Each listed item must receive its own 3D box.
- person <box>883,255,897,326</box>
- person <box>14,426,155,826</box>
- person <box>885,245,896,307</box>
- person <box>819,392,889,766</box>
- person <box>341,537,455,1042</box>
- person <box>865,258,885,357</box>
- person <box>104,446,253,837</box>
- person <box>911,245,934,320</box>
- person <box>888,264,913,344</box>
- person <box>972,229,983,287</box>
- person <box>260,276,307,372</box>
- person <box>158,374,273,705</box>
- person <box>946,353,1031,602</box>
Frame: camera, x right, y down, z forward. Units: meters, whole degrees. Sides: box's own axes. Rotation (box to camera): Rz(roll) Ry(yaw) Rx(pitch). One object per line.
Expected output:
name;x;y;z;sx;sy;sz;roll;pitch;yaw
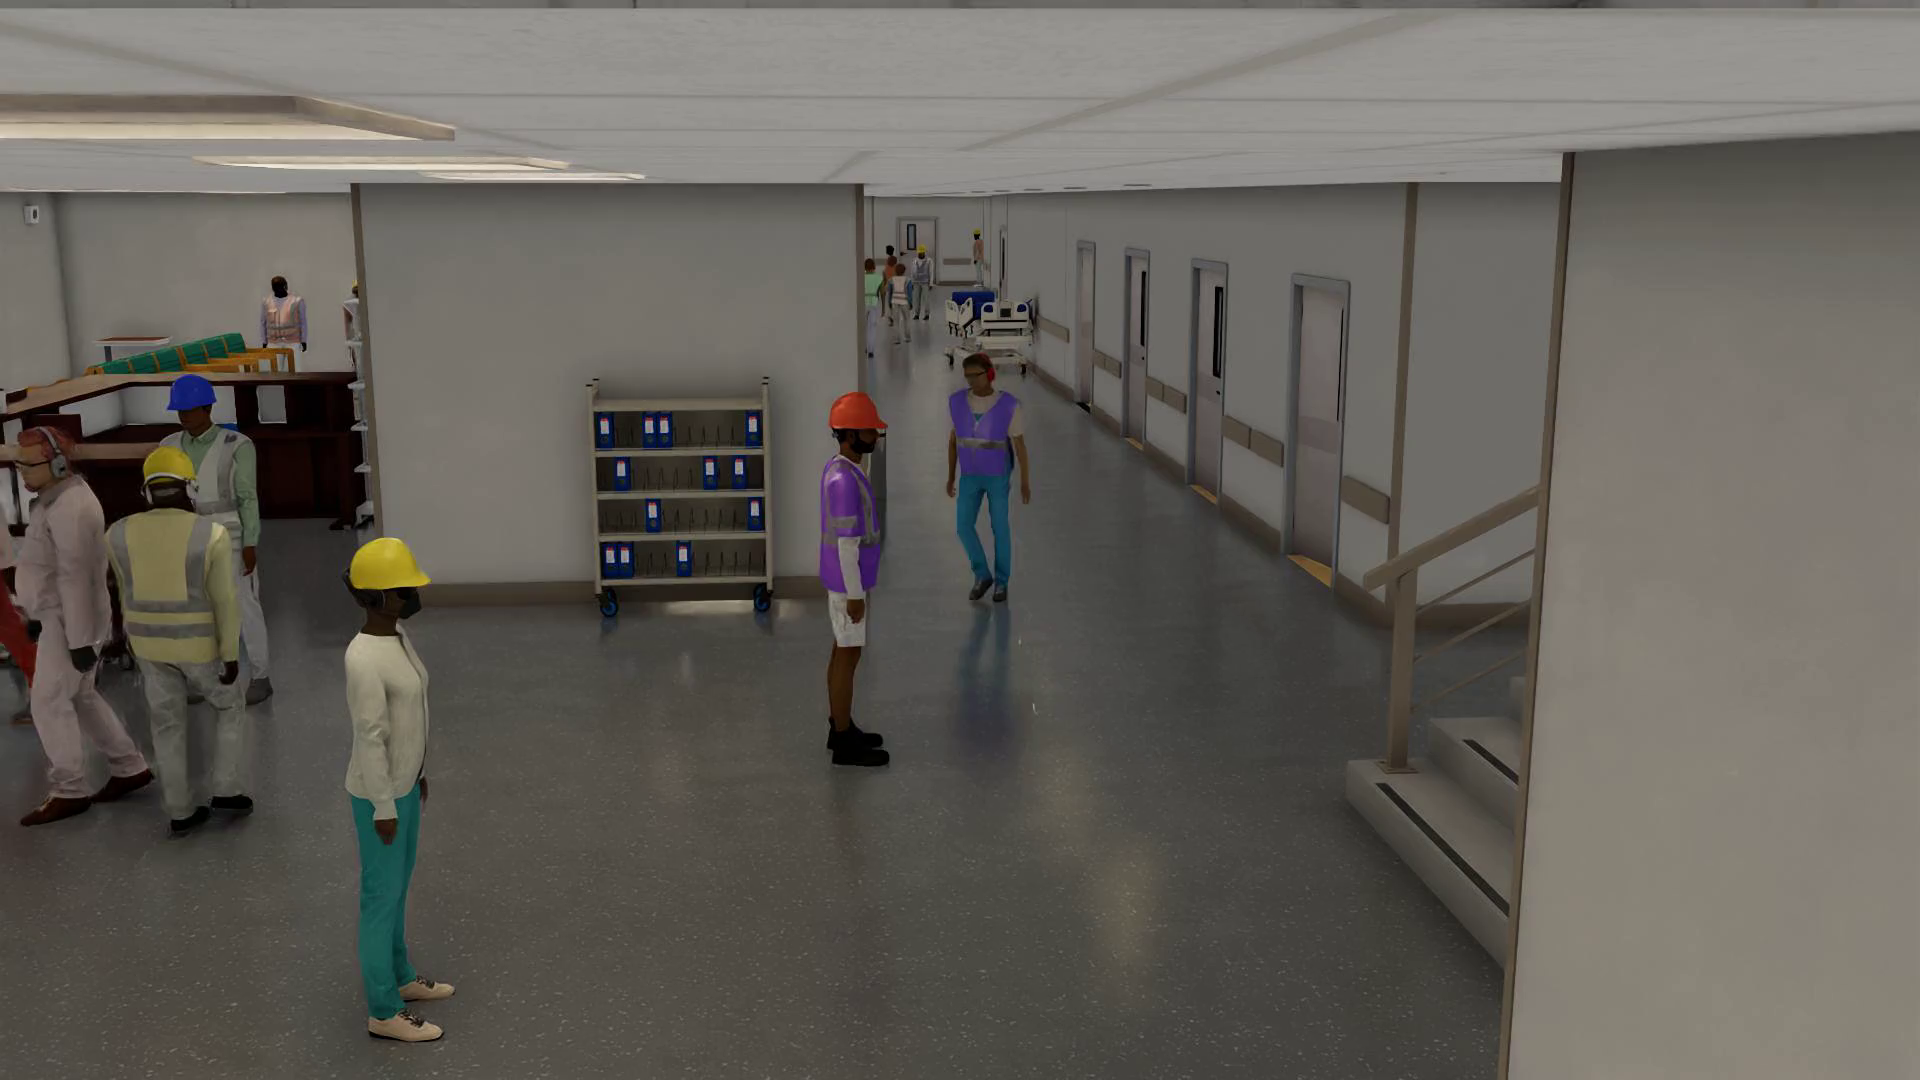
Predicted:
person;-1.549;-5.796;38.688;0.548;1.621;0.367;6;13;27
person;-4.207;0.388;7.842;0.548;1.879;0.686;-6;13;-27
person;-1.862;-7.169;45.262;0.322;1.689;0.535;2;12;9
person;-0.542;0.200;8.643;0.374;1.936;0.551;-1;12;-6
person;-1.973;0.860;5.829;0.316;1.769;0.523;-1;12;-7
person;-1.708;-4.381;31.305;0.605;1.811;0.864;0;12;-2
person;-3.576;0.462;7.703;0.588;1.800;0.524;0;12;-2
person;-0.937;-6.300;40.696;0.590;1.824;0.403;4;12;21
person;-1.189;-4.832;34.007;0.541;1.606;0.758;3;12;12
person;0.589;-9.492;56.025;0.367;1.927;0.587;3;12;14
person;-9.643;-2.838;23.722;0.636;1.842;0.429;-2;12;-8
person;-4.320;0.008;9.597;0.600;1.939;0.421;1;12;5
person;0.203;-0.443;12.064;0.711;1.817;0.512;5;12;22
